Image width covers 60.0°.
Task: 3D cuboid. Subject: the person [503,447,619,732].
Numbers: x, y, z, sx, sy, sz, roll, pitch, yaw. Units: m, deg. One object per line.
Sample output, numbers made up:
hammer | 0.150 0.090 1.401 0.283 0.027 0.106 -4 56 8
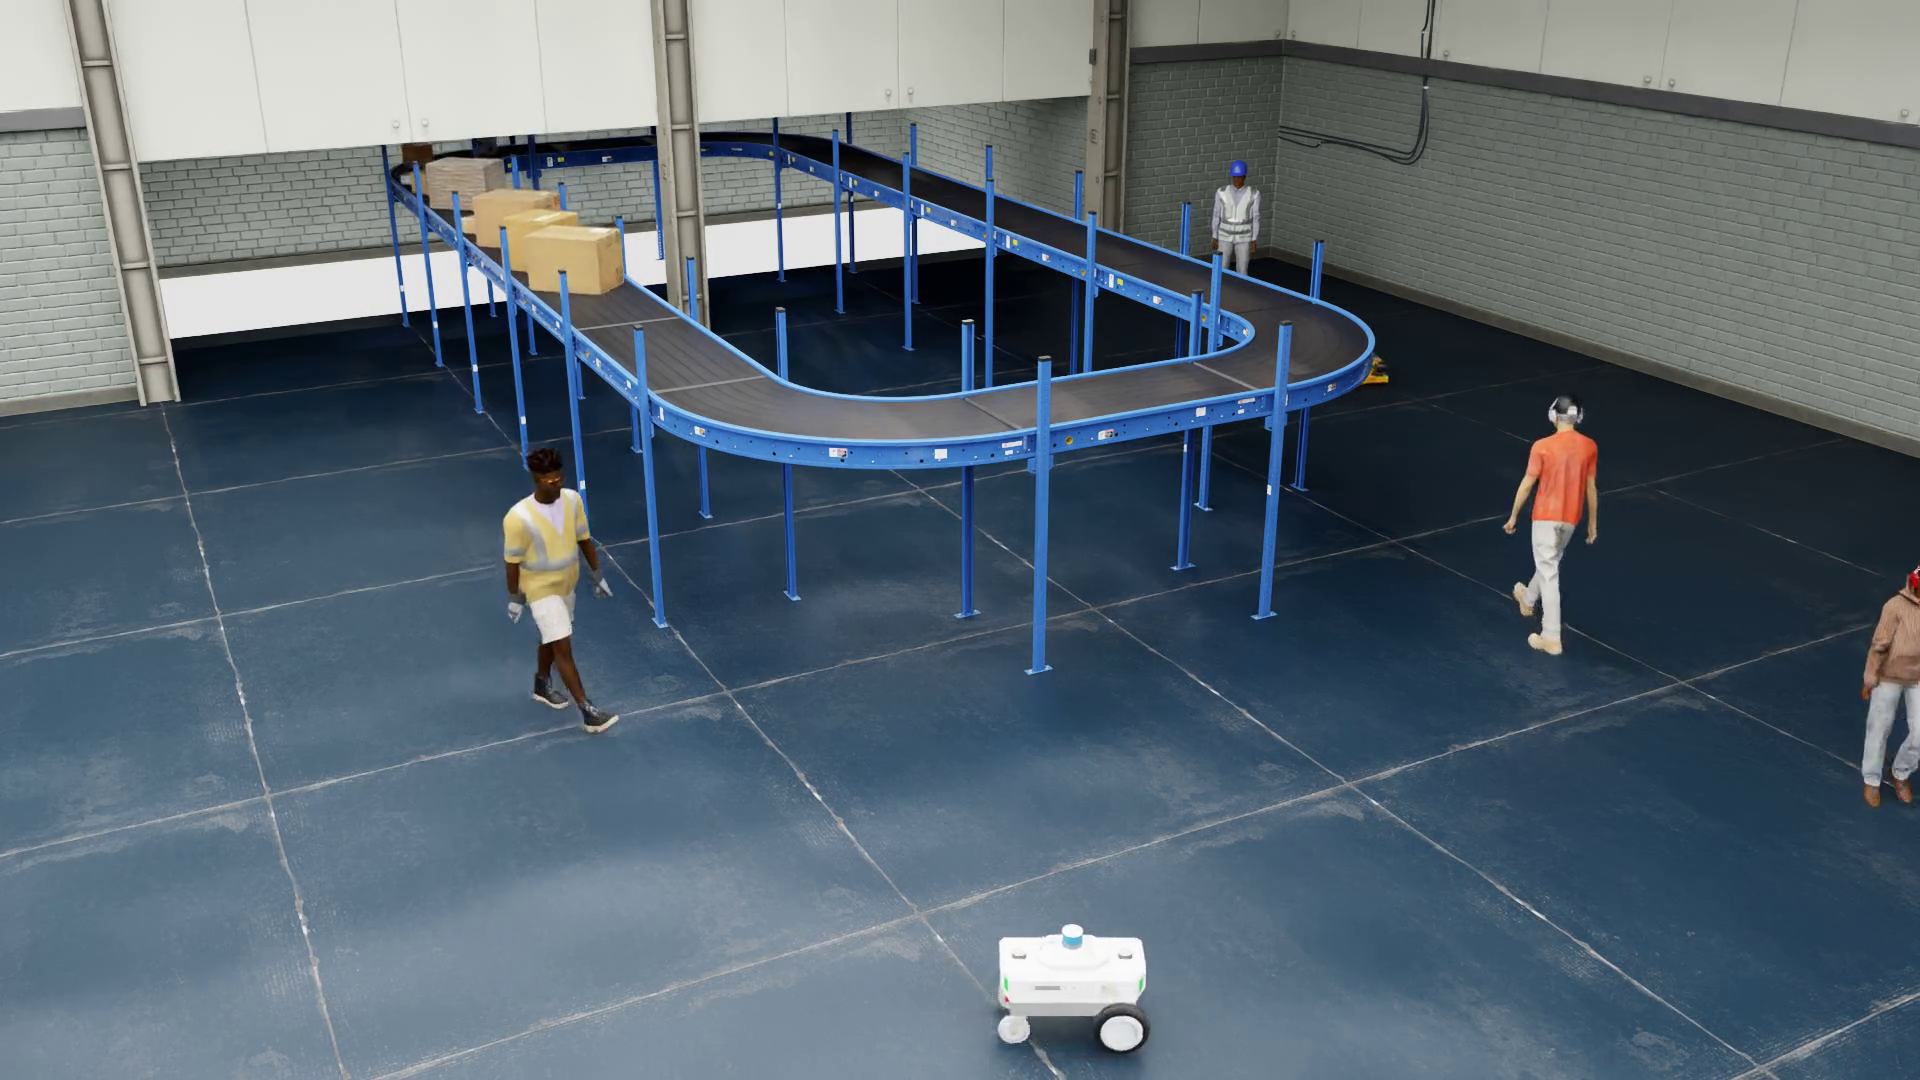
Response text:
person | -2.580 0.316 10.895 0.992 1.917 0.626 13 25 29

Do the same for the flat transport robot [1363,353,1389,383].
flat transport robot | 4.342 -2.066 18.981 0.659 0.231 1.431 -2 22 -5

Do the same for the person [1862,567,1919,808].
person | 5.640 0.861 9.920 0.484 1.639 0.396 7 23 16

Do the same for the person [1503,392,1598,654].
person | 4.328 -0.166 12.187 0.566 1.843 1.032 -3 22 -7

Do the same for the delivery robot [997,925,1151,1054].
delivery robot | 0.562 2.167 8.149 0.803 0.603 0.499 0 22 0

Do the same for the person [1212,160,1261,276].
person | 3.496 -3.849 21.155 0.606 1.947 0.387 5 23 12
